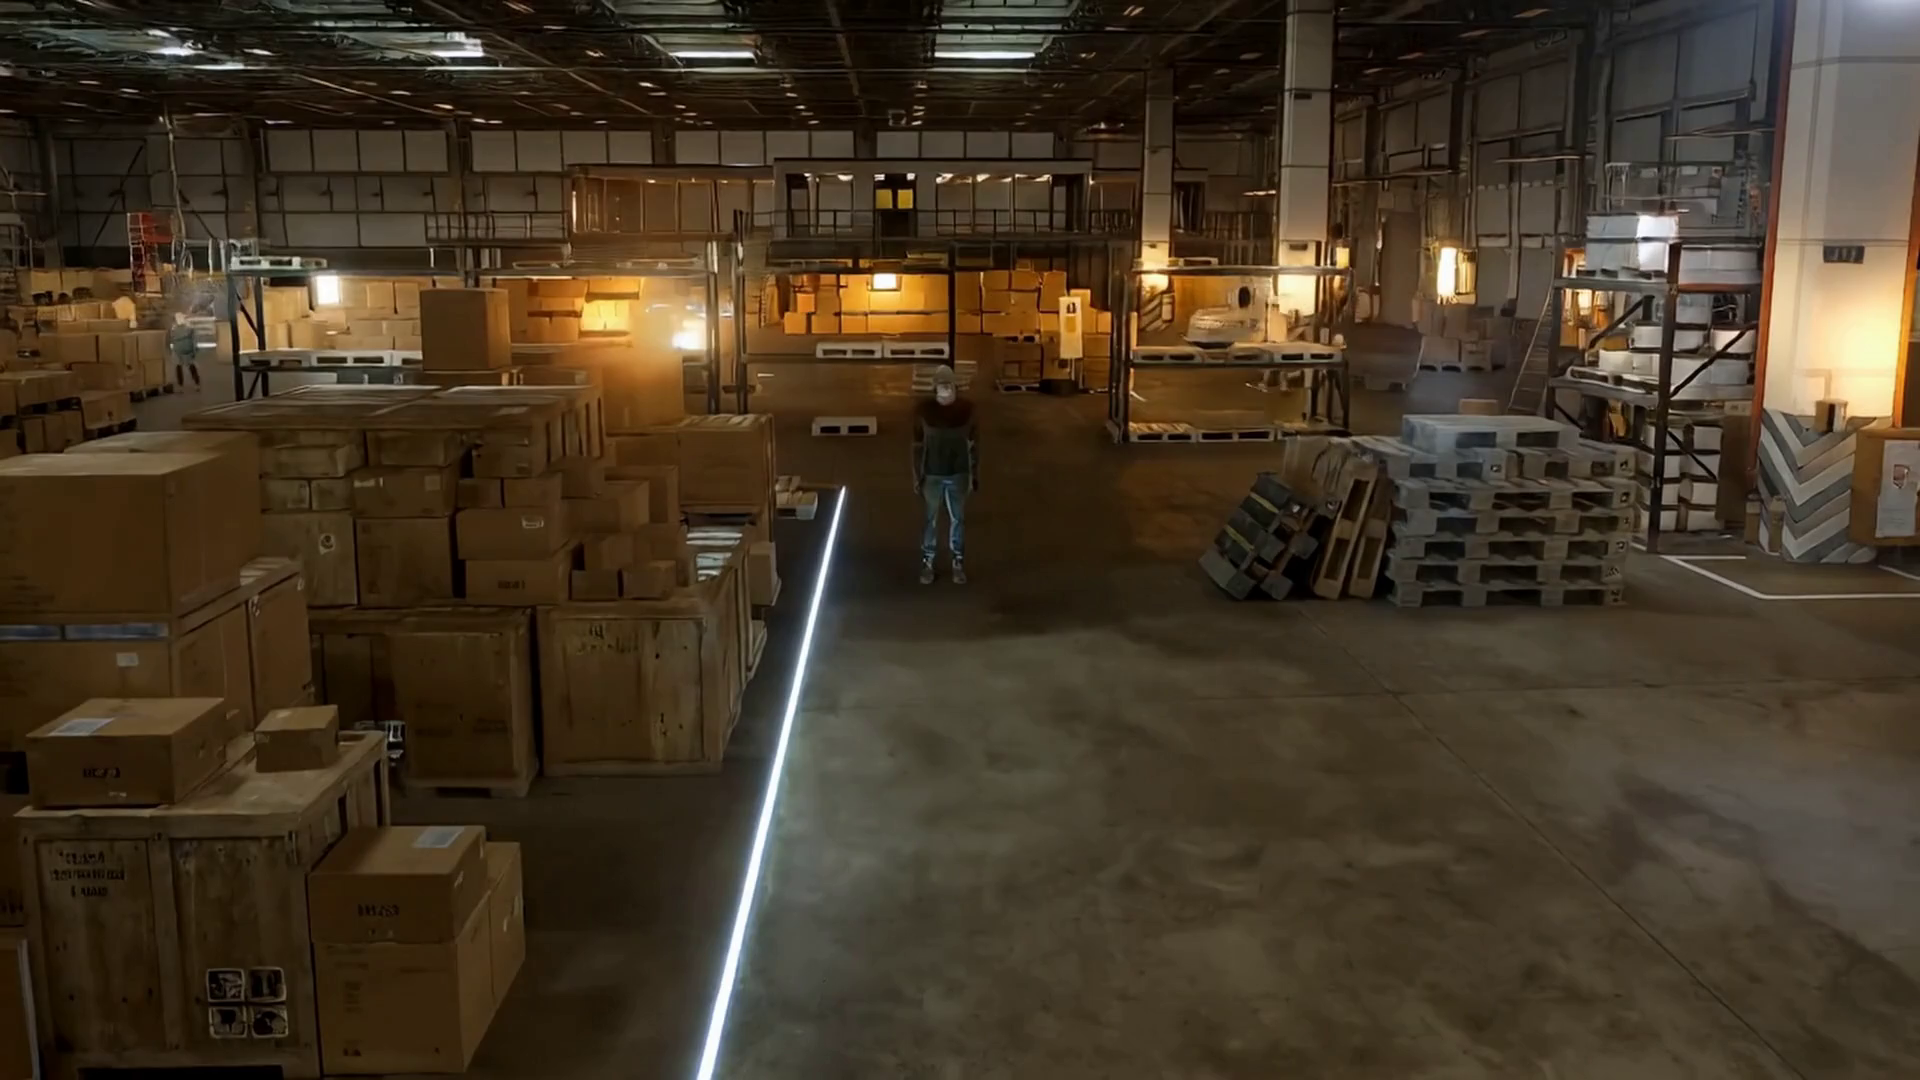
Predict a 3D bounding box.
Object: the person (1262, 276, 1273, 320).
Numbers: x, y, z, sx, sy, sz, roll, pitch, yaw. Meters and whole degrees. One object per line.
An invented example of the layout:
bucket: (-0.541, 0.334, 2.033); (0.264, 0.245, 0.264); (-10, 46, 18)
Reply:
person: (12.045, -9.430, 64.812); (0.537, 1.696, 0.321); (0, 10, 0)

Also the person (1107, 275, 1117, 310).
person: (5.981, -9.658, 65.936); (0.536, 1.741, 0.706); (-8, 13, -38)

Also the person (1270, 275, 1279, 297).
person: (14.080, -11.231, 74.185); (0.644, 1.927, 0.611); (1, 10, 8)

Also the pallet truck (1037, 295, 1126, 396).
pallet truck: (2.483, -3.881, 33.060); (1.885, 1.965, 0.823); (-7, 13, -36)

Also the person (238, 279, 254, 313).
person: (-19.794, -6.342, 46.653); (0.682, 2.000, 1.022); (2, 10, 9)

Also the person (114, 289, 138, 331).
person: (-19.857, -5.026, 39.683); (0.629, 1.921, 0.490); (3, 11, 15)

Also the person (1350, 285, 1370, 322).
person: (11.293, -6.317, 47.183); (0.645, 1.791, 0.992); (9, 14, 42)

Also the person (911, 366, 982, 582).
person: (-0.120, -0.580, 14.835); (0.629, 1.939, 0.372); (0, 10, 0)

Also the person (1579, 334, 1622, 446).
person: (8.570, -1.802, 22.001); (0.544, 1.805, 0.906); (-7, 12, -34)

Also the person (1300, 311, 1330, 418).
person: (6.128, -3.023, 28.663); (0.513, 1.863, 0.329); (0, 10, 0)

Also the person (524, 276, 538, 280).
person: (-15.808, -8.979, 61.355); (0.609, 2.036, 0.402); (0, 10, 0)

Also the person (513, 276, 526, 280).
person: (-19.056, -10.835, 72.115); (0.559, 1.887, 0.993); (-3, 11, -17)

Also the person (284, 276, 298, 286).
person: (-28.479, -10.594, 70.775); (0.575, 1.883, 0.356); (0, 10, 0)

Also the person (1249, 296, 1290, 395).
person: (6.174, -3.860, 33.085); (0.917, 1.943, 0.650); (2, 10, 12)

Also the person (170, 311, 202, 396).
person: (-15.426, -3.731, 33.151); (0.534, 1.669, 0.826); (0, 10, -2)

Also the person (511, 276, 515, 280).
person: (-21.469, -12.368, 80.714); (0.625, 1.872, 1.006); (-4, 11, -23)

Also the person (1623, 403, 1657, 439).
person: (8.528, -1.544, 20.768); (0.488, 1.738, 0.322); (0, 10, 0)

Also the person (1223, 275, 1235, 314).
person: (11.140, -10.218, 68.864); (0.631, 1.827, 0.631); (-9, 13, -40)

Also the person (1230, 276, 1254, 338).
person: (8.922, -7.349, 52.463); (0.769, 1.969, 0.626); (-2, 10, -11)
